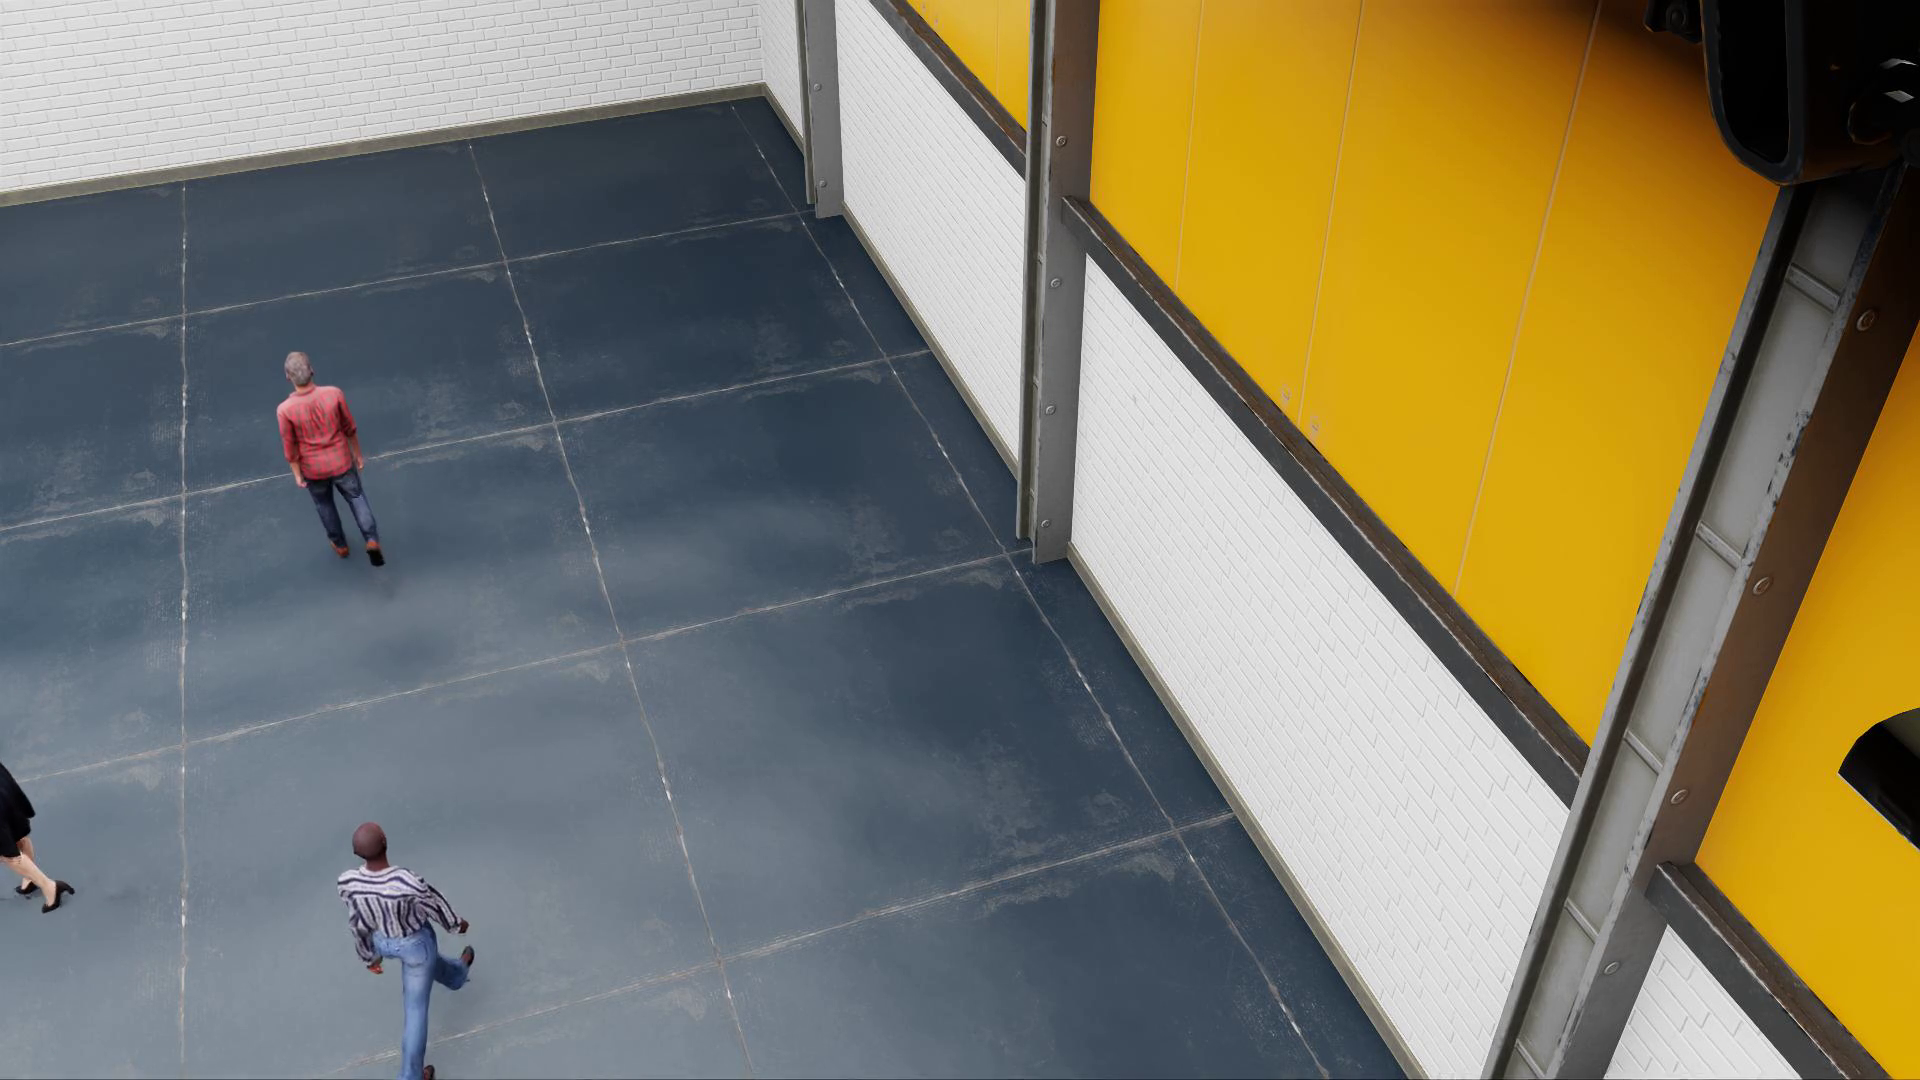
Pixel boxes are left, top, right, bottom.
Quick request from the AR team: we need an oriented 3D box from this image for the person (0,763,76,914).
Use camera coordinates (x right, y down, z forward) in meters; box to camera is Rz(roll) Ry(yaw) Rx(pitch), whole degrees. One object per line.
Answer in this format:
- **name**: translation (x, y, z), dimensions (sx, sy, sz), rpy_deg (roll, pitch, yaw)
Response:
- **person**: translation (-5.643, 1.528, 9.729), dimensions (0.747, 1.747, 0.645), rpy_deg (-5, 39, -7)

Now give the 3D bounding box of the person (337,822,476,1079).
- **person**: translation (-2.961, 2.265, 8.818), dimensions (1.070, 1.733, 1.289), rpy_deg (8, 39, 10)

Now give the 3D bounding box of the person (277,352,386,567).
- **person**: translation (-4.643, -0.532, 12.257), dimensions (0.839, 1.811, 1.068), rpy_deg (-23, 44, -26)
